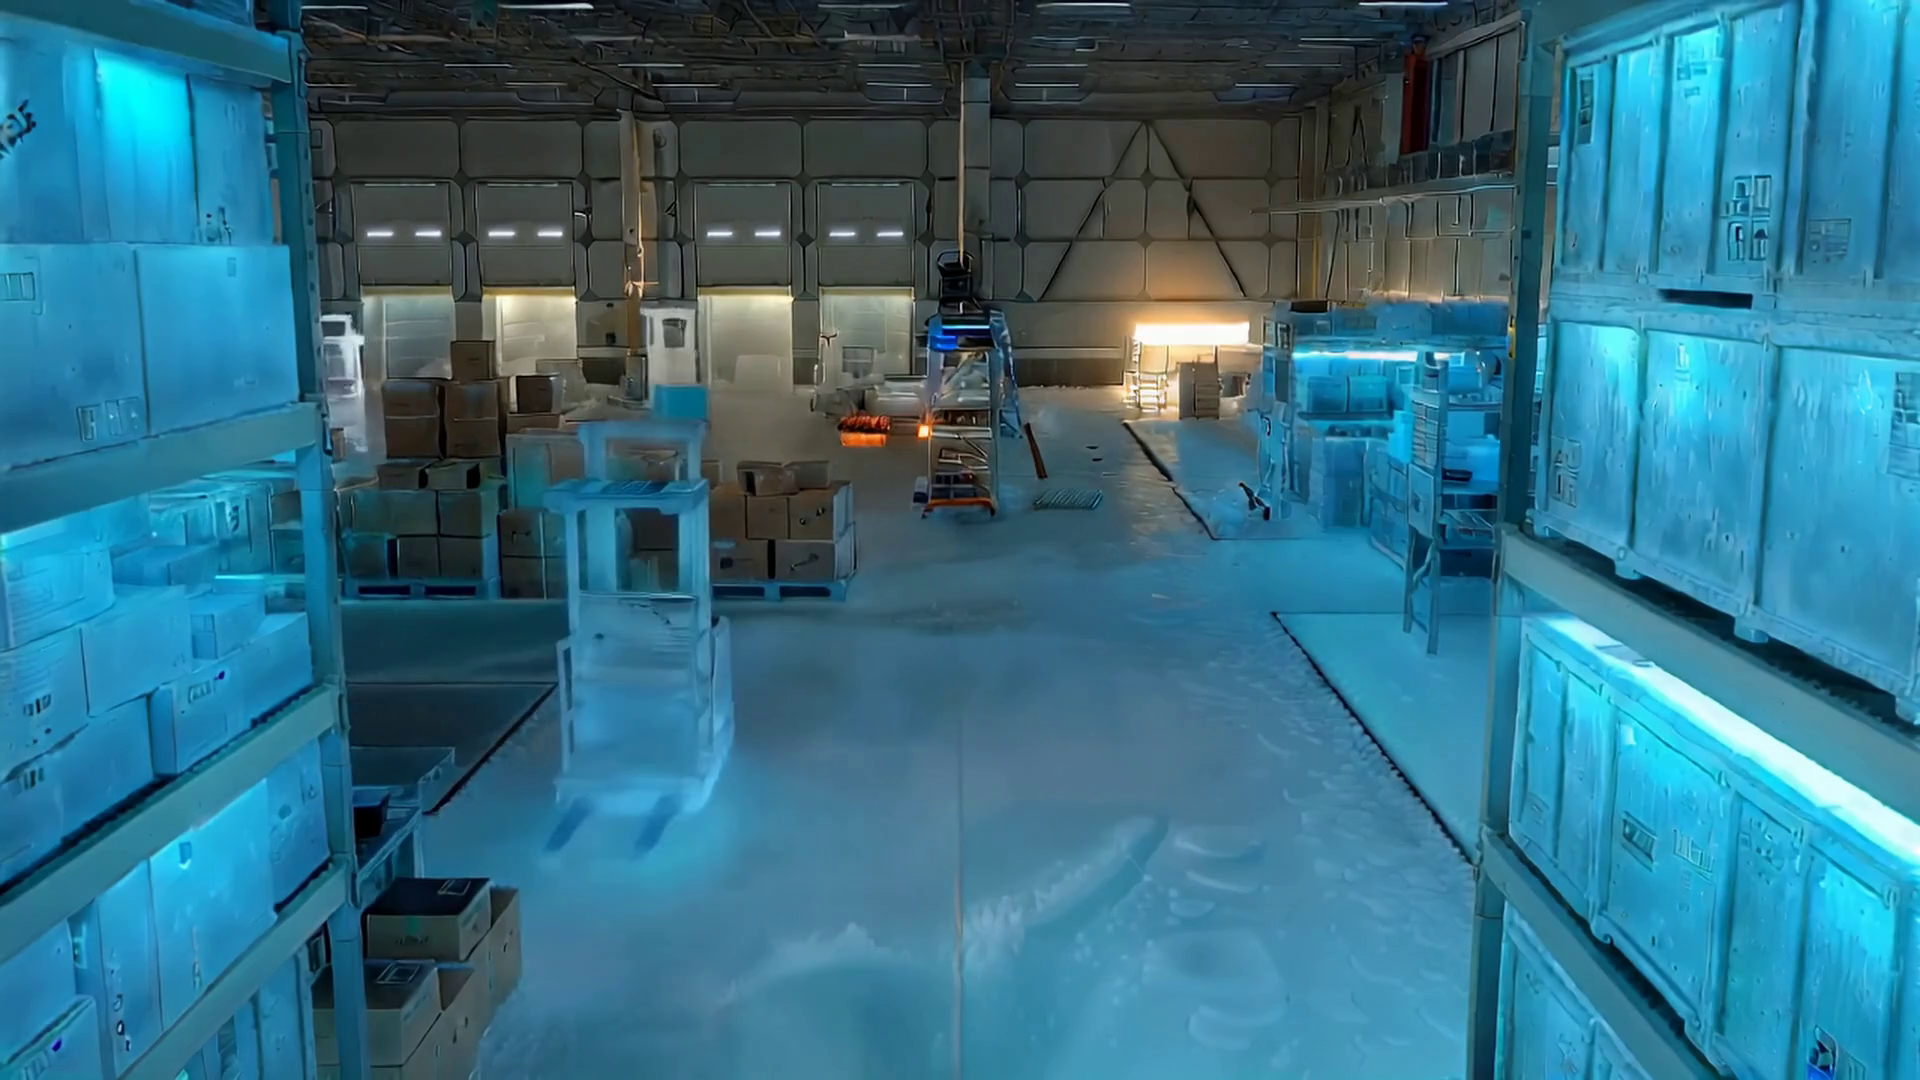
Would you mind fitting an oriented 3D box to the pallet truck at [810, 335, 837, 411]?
[{"bbox_3d":[-3.021,-4.312,43.126,1.885,1.965,0.823,3,10,17],"label":"pallet truck"}]

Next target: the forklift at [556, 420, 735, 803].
[{"bbox_3d":[-2.454,0.450,13.107,1.129,2.768,1.873,0,10,1],"label":"forklift"}]

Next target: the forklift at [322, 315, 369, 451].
[{"bbox_3d":[-13.158,-3.321,34.861,1.129,2.768,1.873,-5,11,-25],"label":"forklift"}]

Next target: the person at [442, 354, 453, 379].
[{"bbox_3d":[-11.541,-3.375,38.058,0.622,1.904,0.665,9,13,41],"label":"person"}]

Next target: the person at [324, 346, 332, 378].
[{"bbox_3d":[-16.989,-4.352,44.292,0.647,1.676,0.541,2,10,14],"label":"person"}]

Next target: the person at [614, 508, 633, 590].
[{"bbox_3d":[-3.406,0.349,16.448,0.475,1.922,0.578,-7,12,-35],"label":"person"}]

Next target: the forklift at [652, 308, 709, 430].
[{"bbox_3d":[-6.623,-3.980,38.665,1.129,2.768,1.873,-5,11,-25],"label":"forklift"}]
